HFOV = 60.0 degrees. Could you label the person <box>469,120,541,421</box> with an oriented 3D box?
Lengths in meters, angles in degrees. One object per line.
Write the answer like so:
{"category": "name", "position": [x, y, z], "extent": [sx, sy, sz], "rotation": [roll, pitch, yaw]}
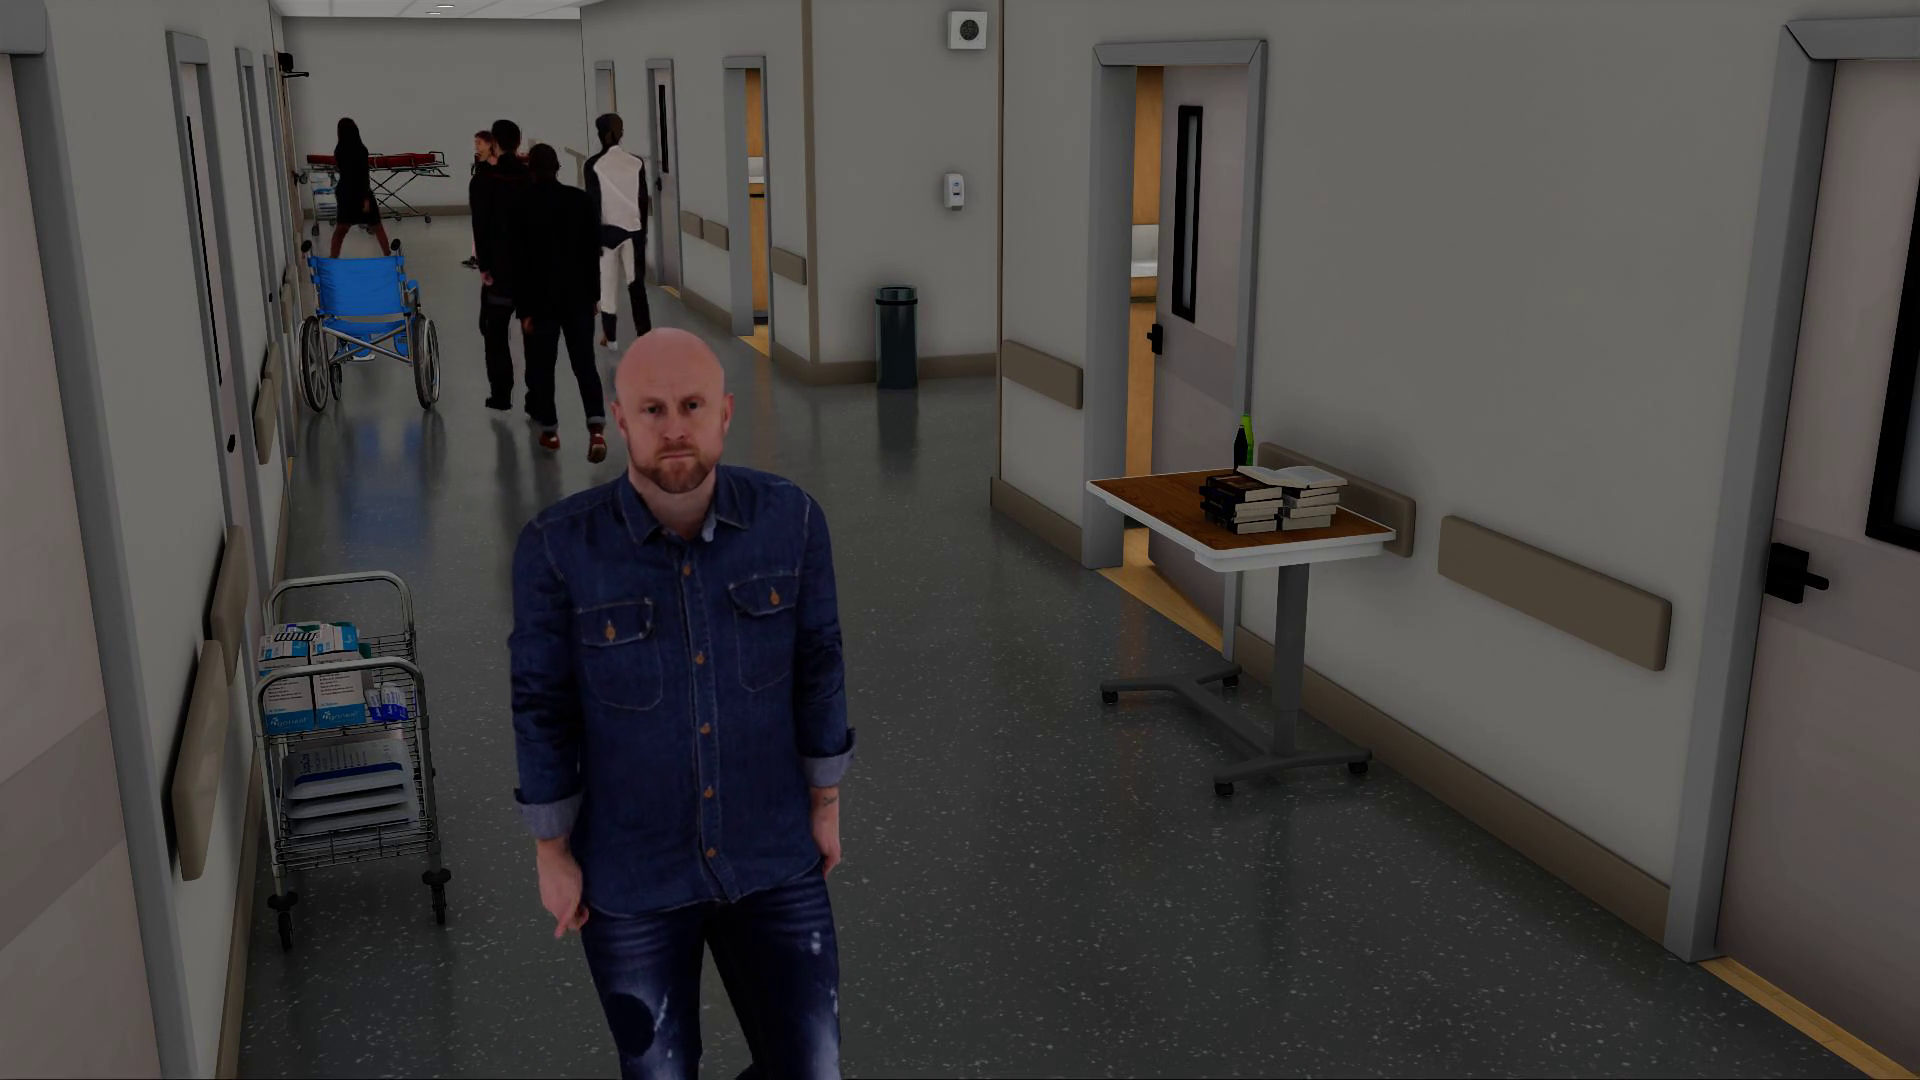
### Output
{"category": "person", "position": [-2.809, -1.703, 10.637], "extent": [0.701, 1.894, 0.686], "rotation": [-7, 17, -23]}

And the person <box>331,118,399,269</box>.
{"category": "person", "position": [-6.630, -3.666, 18.021], "extent": [1.117, 1.666, 1.241], "rotation": [6, 17, 21]}

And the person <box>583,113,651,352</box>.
{"category": "person", "position": [-2.599, -2.312, 12.873], "extent": [0.715, 1.853, 1.216], "rotation": [-7, 17, -23]}

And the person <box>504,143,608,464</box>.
{"category": "person", "position": [-2.231, -1.297, 9.402], "extent": [0.770, 1.783, 1.199], "rotation": [-7, 17, -23]}

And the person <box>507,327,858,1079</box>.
{"category": "person", "position": [-0.458, 0.532, 2.862], "extent": [0.736, 1.812, 0.693], "rotation": [-5, 17, -18]}

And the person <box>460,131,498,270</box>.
{"category": "person", "position": [-5.274, -3.840, 18.867], "extent": [0.864, 1.541, 0.833], "rotation": [13, 21, 39]}
